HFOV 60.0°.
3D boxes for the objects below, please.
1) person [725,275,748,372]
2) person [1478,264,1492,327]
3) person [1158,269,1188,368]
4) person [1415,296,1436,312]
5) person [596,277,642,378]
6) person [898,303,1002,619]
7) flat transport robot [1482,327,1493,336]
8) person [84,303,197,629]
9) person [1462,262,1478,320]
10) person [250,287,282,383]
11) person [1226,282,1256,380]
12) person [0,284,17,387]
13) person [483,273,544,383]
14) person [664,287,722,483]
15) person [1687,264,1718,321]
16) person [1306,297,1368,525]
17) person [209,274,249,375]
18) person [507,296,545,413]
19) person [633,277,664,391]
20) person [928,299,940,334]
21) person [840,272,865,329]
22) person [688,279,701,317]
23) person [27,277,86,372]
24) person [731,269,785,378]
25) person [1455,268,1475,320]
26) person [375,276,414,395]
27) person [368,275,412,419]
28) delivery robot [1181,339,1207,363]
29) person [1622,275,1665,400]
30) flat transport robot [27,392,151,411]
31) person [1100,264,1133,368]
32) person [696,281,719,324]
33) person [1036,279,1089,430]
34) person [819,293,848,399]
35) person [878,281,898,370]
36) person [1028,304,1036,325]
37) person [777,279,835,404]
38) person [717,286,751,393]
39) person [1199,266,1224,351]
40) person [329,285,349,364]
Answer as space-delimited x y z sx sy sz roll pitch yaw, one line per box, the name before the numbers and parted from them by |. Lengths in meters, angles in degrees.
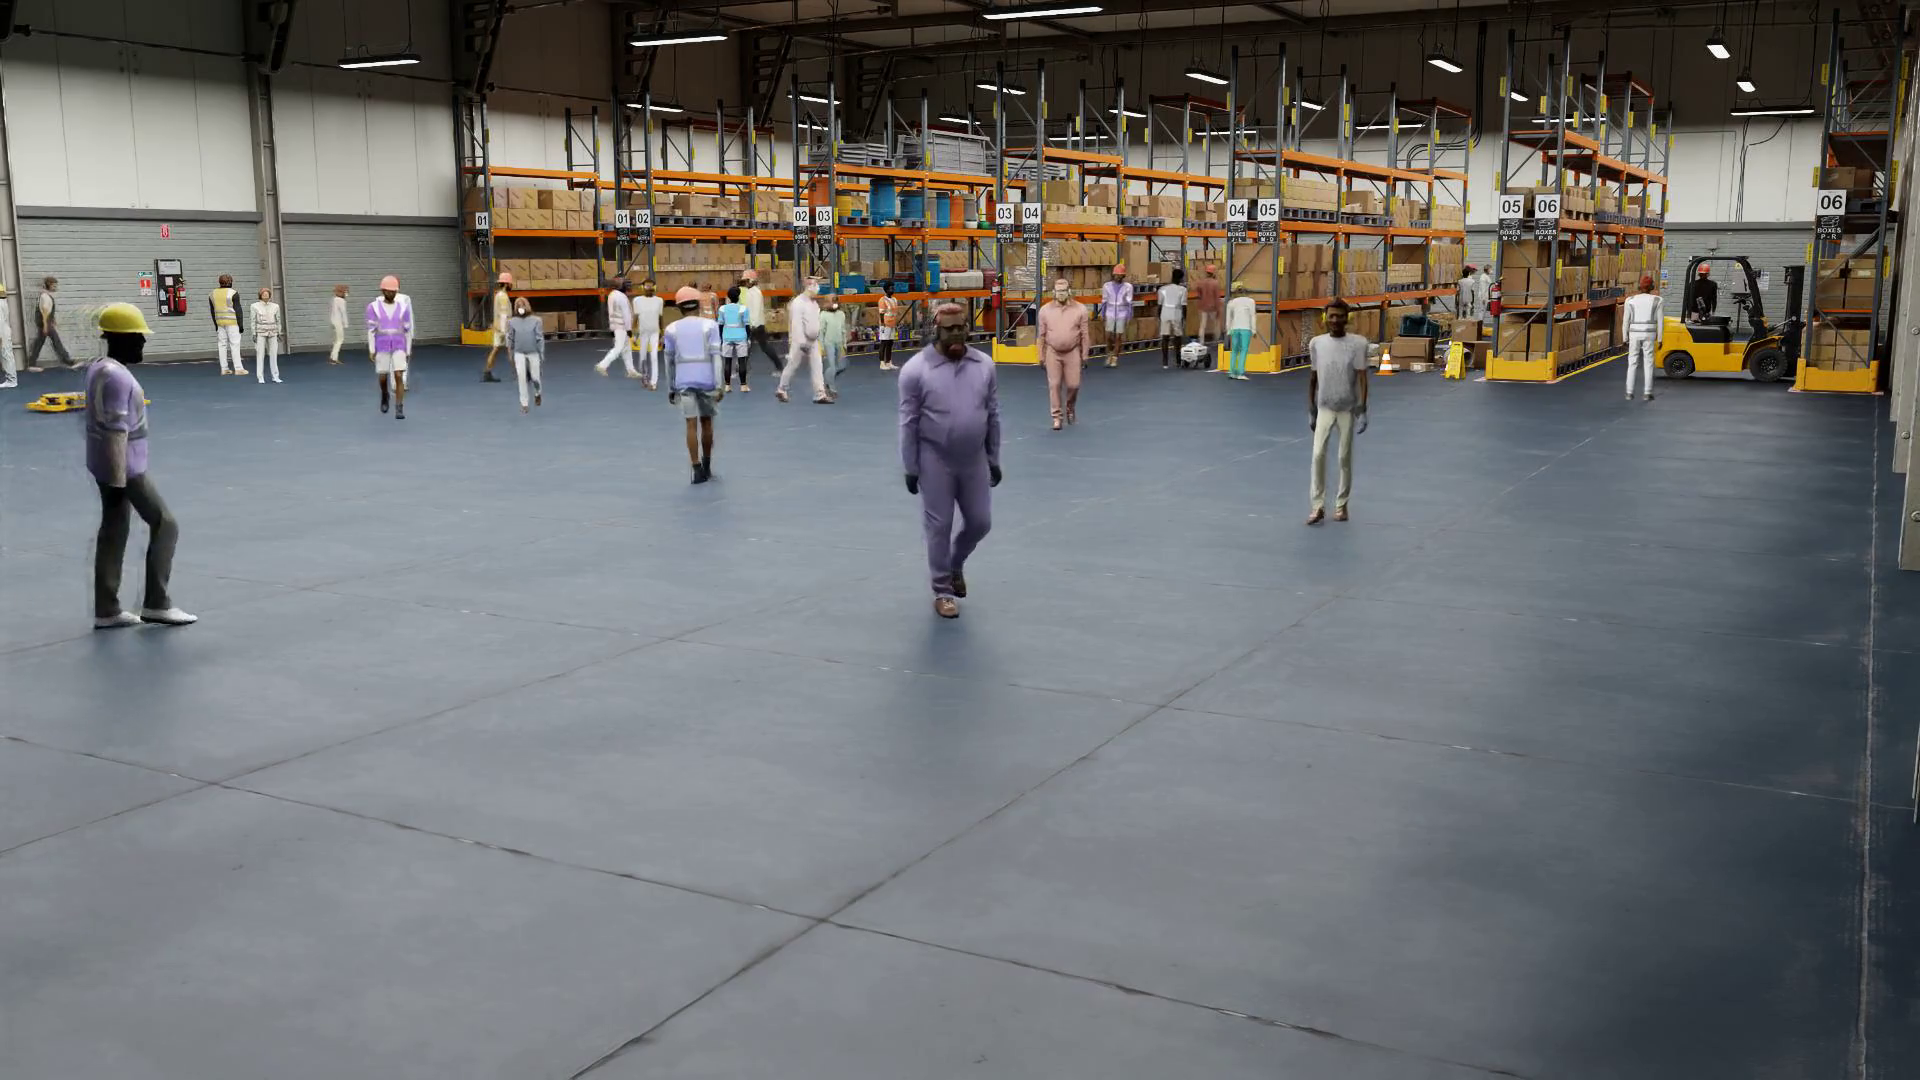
person | -4.219 -4.108 31.547 0.654 1.811 0.848 -6 12 -34
person | 15.141 -6.976 47.980 0.372 1.939 0.629 4 11 24
person | 4.156 -4.322 32.503 0.651 1.907 0.966 4 10 21
person | 13.306 -6.979 47.699 0.974 2.000 0.706 8 13 39
person | -6.102 -3.785 29.674 0.843 1.819 0.629 -5 11 -27
person | -0.064 -0.488 10.113 0.664 1.895 0.492 -4 10 -22
flat transport robot | 14.102 -5.724 45.526 0.652 0.197 1.431 -6 11 -32
person | -4.819 -0.427 9.746 0.674 1.904 0.591 -8 12 -38
person | 14.113 -6.707 46.241 0.546 1.994 0.691 1 10 8
person | -11.912 -3.510 28.563 0.512 1.641 0.307 -9 13 -43
person | 4.935 -3.670 29.288 0.552 1.729 0.307 6 11 30
person | -15.976 -3.416 27.707 0.323 1.742 0.492 -3 10 -19
person | -7.784 -3.657 28.700 1.033 1.875 0.556 -5 11 -26
person | -2.591 -1.514 16.196 0.558 1.868 0.870 -1 10 -4
person | 16.307 -5.055 36.577 0.612 1.991 0.391 4 10 20
person | 3.054 -1.032 13.484 0.536 1.842 0.807 4 10 22
person | -13.431 -3.952 30.561 0.625 1.844 0.429 2 10 13
person | -6.064 -2.600 23.279 0.521 1.617 0.506 -1 10 -8
person | -5.076 -3.360 27.085 0.523 1.852 0.782 -3 10 -14
person | -0.740 -6.664 46.191 0.628 1.927 0.465 9 13 41
person | -2.592 -5.538 40.014 0.586 1.788 0.937 5 11 25
person | -6.176 -5.223 38.593 0.523 1.639 0.306 6 11 32
person | -17.013 -4.025 31.164 1.025 1.768 0.508 -6 11 -32
person | -3.613 -3.862 29.742 1.032 1.950 0.622 -5 11 -28
person | 13.557 -6.368 44.663 0.509 1.860 0.333 2 10 13
person | -8.904 -3.204 26.092 0.611 1.869 0.499 -8 13 -40
person | -7.654 -2.589 22.353 0.562 1.918 0.554 -4 11 -23
delivery robot | 4.546 -3.655 32.297 0.477 0.478 0.707 5 11 26
person | 10.332 -3.052 25.163 0.584 1.883 0.337 5 11 29
flat transport robot | -12.431 -2.006 23.756 0.652 0.197 1.431 7 12 35
person | 3.032 -4.330 32.283 0.633 2.005 0.831 1 10 9
person | -5.524 -4.849 36.401 0.514 1.641 0.308 0 10 2
person | 1.282 -2.322 20.873 0.665 1.888 0.433 1 10 4
person | -1.944 -2.973 25.486 0.515 1.616 0.393 -9 13 -42
person | -1.368 -4.094 31.813 0.321 1.696 0.537 6 11 30
person | 1.769 -5.260 37.987 0.391 1.920 0.587 -4 11 -23
person | -2.318 -2.946 24.665 1.004 1.844 0.662 7 12 34
person | -3.586 -3.190 26.522 0.541 1.696 0.315 1 10 9
person | 5.827 -5.340 38.369 0.647 1.942 0.990 9 13 41
person | -12.513 -4.341 33.534 0.444 1.598 0.521 -7 12 -36
